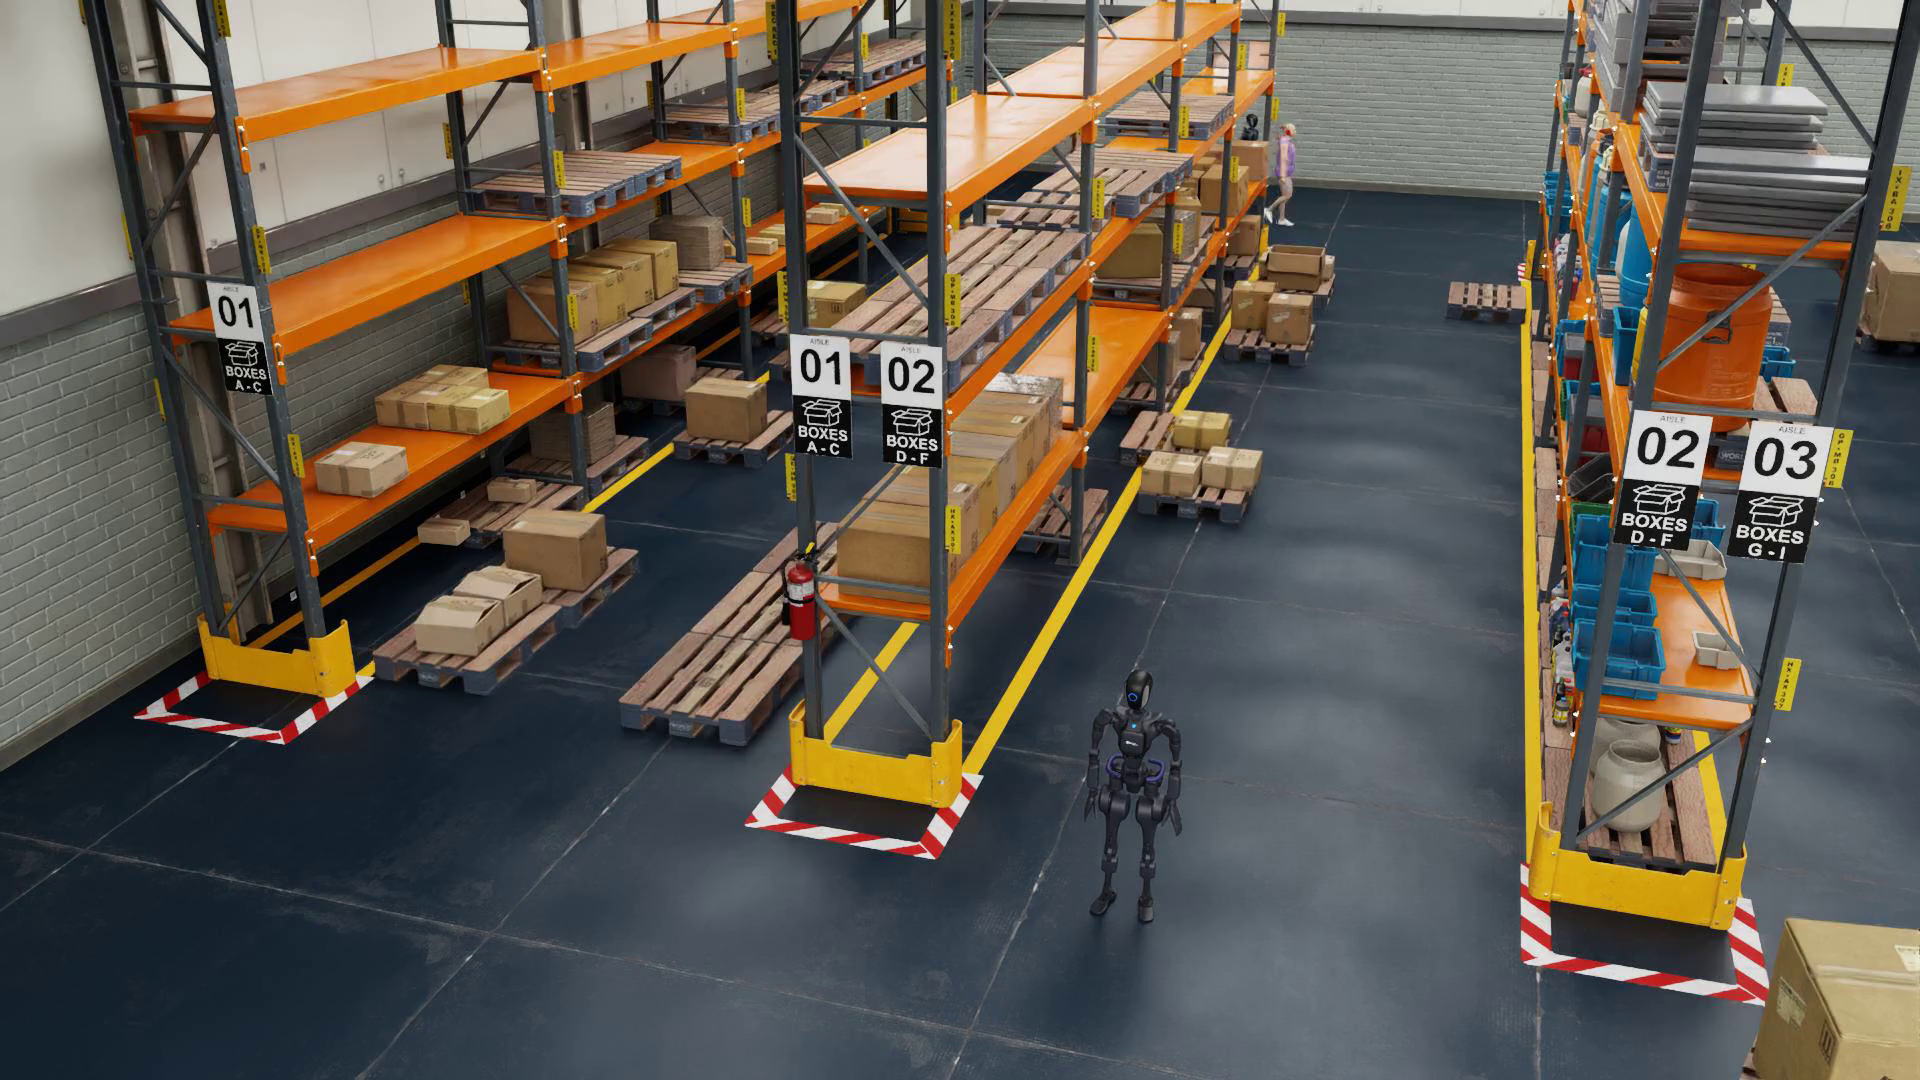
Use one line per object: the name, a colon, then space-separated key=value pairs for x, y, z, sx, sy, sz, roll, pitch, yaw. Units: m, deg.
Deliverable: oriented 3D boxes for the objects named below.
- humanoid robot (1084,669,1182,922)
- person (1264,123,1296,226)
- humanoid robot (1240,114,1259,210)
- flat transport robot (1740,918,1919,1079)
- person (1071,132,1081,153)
humanoid robot: x=1.037 y=1.513 z=9.869 sx=0.599 sy=1.657 sz=0.315 roll=7 pitch=24 yaw=16
person: x=5.297 y=-5.971 z=27.222 sx=0.426 sy=1.678 sz=0.510 roll=8 pitch=25 yaw=17
humanoid robot: x=4.883 y=-6.419 z=28.300 sx=0.684 sy=1.631 sz=0.599 roll=18 pitch=29 yaw=35
flat transport robot: x=4.342 y=3.085 z=8.020 sx=0.659 sy=0.231 sz=1.431 roll=16 pitch=28 yaw=32
person: x=2.177 y=-6.844 z=29.116 sx=0.413 sy=1.784 sz=0.553 roll=20 pitch=31 yaw=39
